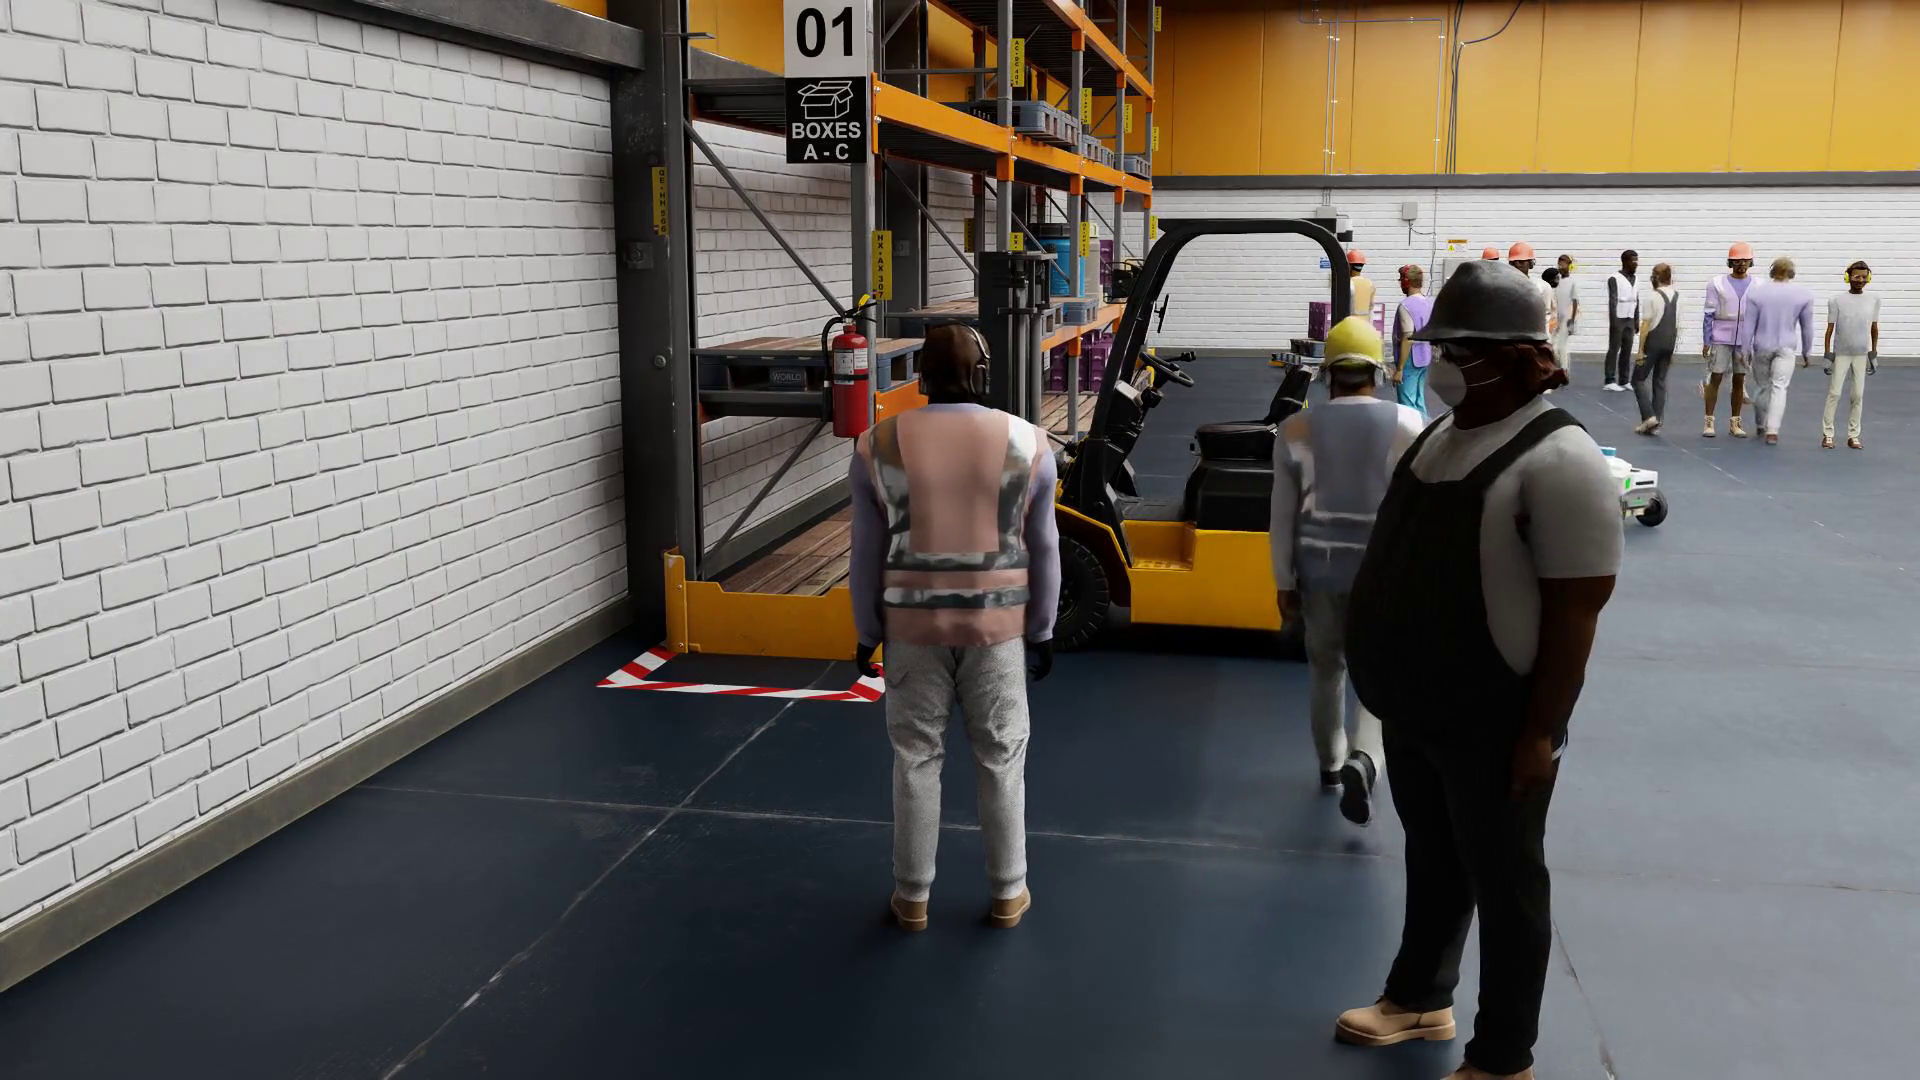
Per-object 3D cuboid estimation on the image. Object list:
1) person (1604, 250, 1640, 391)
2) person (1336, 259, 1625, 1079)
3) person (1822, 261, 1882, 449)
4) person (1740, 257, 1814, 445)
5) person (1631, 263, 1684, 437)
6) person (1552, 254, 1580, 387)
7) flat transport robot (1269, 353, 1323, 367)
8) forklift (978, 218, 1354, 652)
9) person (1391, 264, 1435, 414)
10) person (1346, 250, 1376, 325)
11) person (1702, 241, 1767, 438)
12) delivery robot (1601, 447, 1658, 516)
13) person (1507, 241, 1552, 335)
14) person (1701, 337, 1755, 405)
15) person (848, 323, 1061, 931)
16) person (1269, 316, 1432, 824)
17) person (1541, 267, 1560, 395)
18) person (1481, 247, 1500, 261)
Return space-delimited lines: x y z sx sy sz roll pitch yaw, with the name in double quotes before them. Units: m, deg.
"person" 9.052 -2.992 22.698 0.591 1.919 0.424 -6 12 -31
"person" 1.191 0.354 4.005 0.536 2.000 0.672 -3 11 -15
"person" 8.803 -1.819 16.432 0.502 1.861 0.328 2 10 8
"person" 8.349 -1.936 17.001 0.653 1.878 1.066 6 12 29
"person" 7.311 -1.992 17.479 0.542 1.821 0.425 -3 11 -14
"person" 8.361 -3.047 23.175 0.388 1.852 0.544 -4 11 -23
"flat transport robot" 5.663 -2.862 26.488 0.652 0.197 1.431 -7 12 -33
"forklift" 1.285 -0.567 8.635 2.313 2.155 1.214 2 11 11
"person" 4.093 -1.560 15.040 0.372 1.841 0.570 8 13 36
"person" 4.692 -2.495 19.905 0.553 1.935 0.363 -6 12 -30
"person" 8.070 -2.082 17.348 0.605 2.045 0.378 2 10 10
"delivery robot" 4.712 -0.432 12.130 0.477 0.478 0.707 -5 11 -26
"person" 5.507 -1.921 16.470 0.607 2.044 0.371 5 12 28
"person" 9.735 -2.514 20.961 0.505 1.603 0.766 -7 12 -33
"person" -0.016 0.271 5.023 0.633 1.836 0.429 0 10 -2
"person" 1.409 0.105 5.998 0.599 1.811 0.756 4 11 20
"person" 7.781 -2.776 22.139 0.320 1.694 0.534 5 11 24
"person" 7.992 -3.438 25.092 0.376 1.933 0.544 3 11 15
